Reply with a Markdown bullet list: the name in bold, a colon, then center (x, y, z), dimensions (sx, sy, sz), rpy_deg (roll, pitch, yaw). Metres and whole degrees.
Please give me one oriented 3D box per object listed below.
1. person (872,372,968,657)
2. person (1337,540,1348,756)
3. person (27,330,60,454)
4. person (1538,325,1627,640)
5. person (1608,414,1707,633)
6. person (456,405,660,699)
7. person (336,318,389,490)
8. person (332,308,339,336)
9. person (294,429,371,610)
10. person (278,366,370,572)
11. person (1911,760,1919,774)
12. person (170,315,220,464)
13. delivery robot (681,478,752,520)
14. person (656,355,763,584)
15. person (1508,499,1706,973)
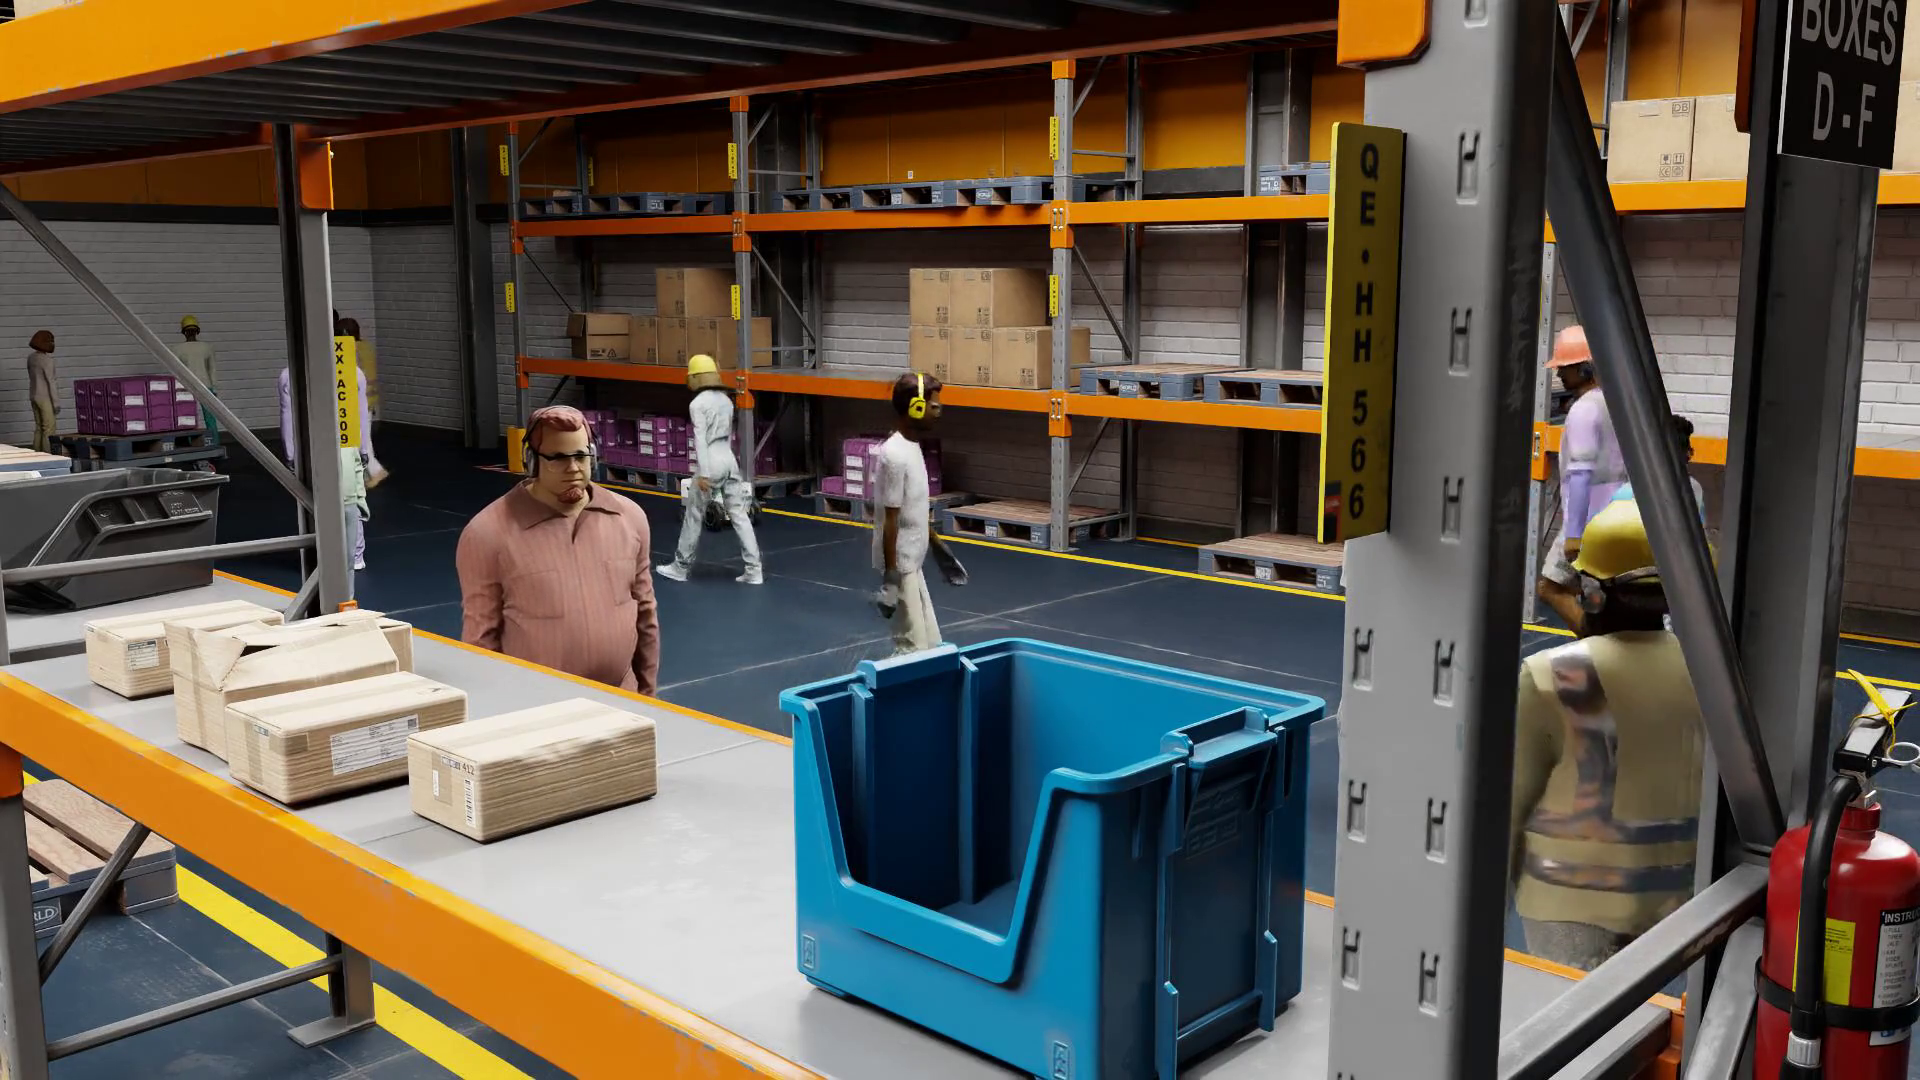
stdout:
- **person**: center (-0.268, 0.139, 7.765), dimensions (0.540, 1.843, 0.524), rpy_deg (1, 9, 3)
- **person**: center (1.764, 0.237, 6.870), dimensions (0.373, 1.940, 0.629), rpy_deg (0, 9, -2)
- **person**: center (-10.386, -1.564, 18.887), dimensions (0.506, 1.623, 0.287), rpy_deg (7, 11, 35)
- **person**: center (3.297, -0.122, 8.801), dimensions (0.433, 2.021, 0.657), rpy_deg (6, 11, 35)
- **person**: center (3.228, 0.268, 7.531), dimensions (0.542, 1.658, 0.835), rpy_deg (-6, 11, -32)
- **person**: center (-1.226, 0.524, 5.240), dimensions (0.642, 1.900, 0.404), rpy_deg (-7, 12, -37)
- **person**: center (-6.249, -1.405, 17.336), dimensions (0.536, 1.814, 0.662), rpy_deg (1, 9, 8)
- **person**: center (-6.528, -1.463, 17.356), dimensions (0.596, 1.918, 0.386), rpy_deg (-2, 9, -10)
- **person**: center (-3.957, -0.204, 10.510), dimensions (0.276, 1.633, 0.507), rpy_deg (5, 11, 30)
- **person**: center (-4.813, -0.685, 12.625), dimensions (0.642, 1.909, 0.408), rpy_deg (-5, 11, -29)
- **person**: center (4.613, 0.179, 7.549), dimensions (0.404, 1.833, 0.589), rpy_deg (9, 13, 43)
- **person**: center (-9.118, -1.790, 19.827), dimensions (0.523, 1.769, 0.323), rpy_deg (-9, 13, -43)
- **delivery robot**: center (-2.185, -0.429, 14.900), dimensions (0.477, 0.478, 0.707), rpy_deg (-9, 13, -44)
- **person**: center (-1.850, -0.512, 12.252), dimensions (0.888, 1.683, 0.527), rpy_deg (5, 11, 29)
- **person**: center (1.506, 0.811, 3.807), dimensions (0.587, 1.803, 0.891), rpy_deg (-3, 10, -16)
